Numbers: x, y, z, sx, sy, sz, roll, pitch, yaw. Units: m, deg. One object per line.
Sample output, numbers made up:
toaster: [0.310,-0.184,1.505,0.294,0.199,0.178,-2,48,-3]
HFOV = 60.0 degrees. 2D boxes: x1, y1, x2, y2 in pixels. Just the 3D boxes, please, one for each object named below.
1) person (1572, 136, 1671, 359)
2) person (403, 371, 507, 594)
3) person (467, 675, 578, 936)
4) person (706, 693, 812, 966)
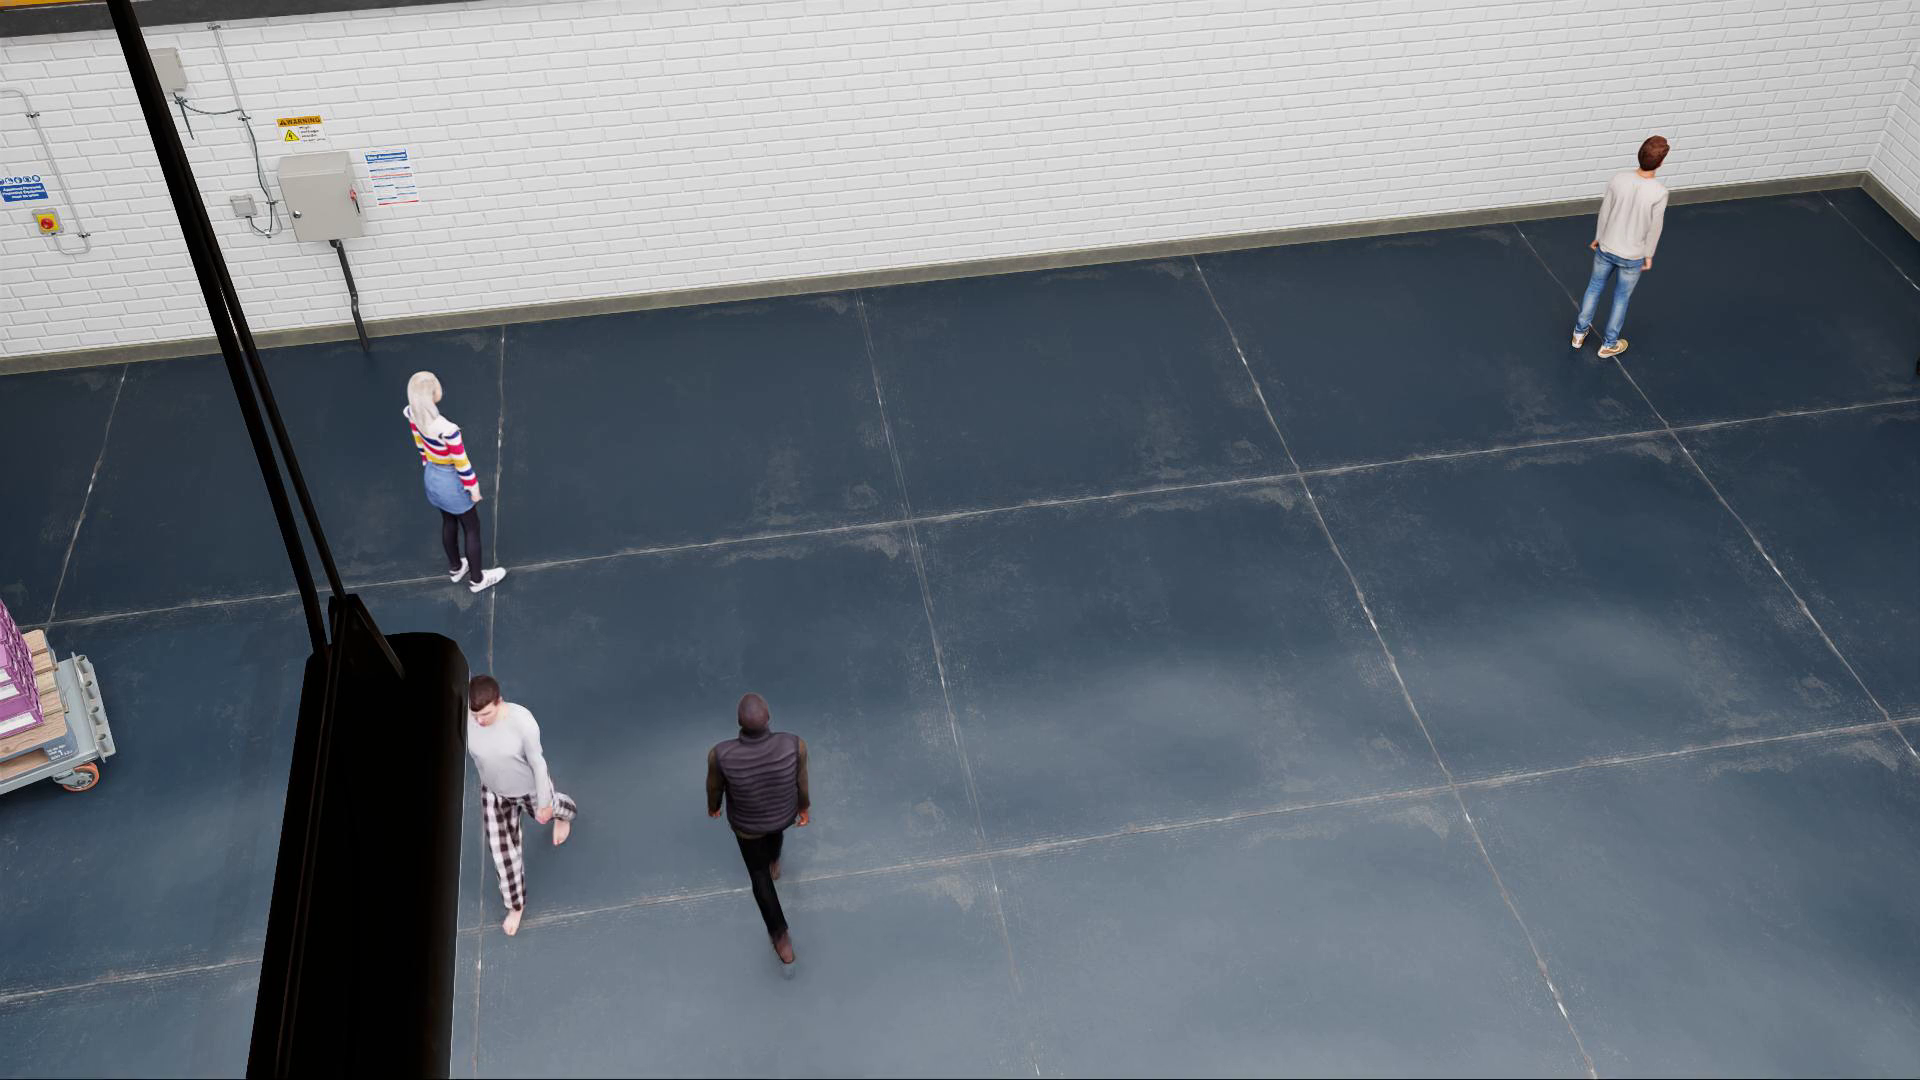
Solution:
person: [5.193,-2.285,13.028,0.727,1.905,0.819,34,53,30]
person: [-3.427,-0.392,11.112,0.690,1.805,0.765,28,50,26]
person: [-2.466,1.289,9.356,0.830,1.795,1.211,4,44,4]
person: [-1.069,1.571,9.060,0.827,1.795,1.206,-13,45,-13]
